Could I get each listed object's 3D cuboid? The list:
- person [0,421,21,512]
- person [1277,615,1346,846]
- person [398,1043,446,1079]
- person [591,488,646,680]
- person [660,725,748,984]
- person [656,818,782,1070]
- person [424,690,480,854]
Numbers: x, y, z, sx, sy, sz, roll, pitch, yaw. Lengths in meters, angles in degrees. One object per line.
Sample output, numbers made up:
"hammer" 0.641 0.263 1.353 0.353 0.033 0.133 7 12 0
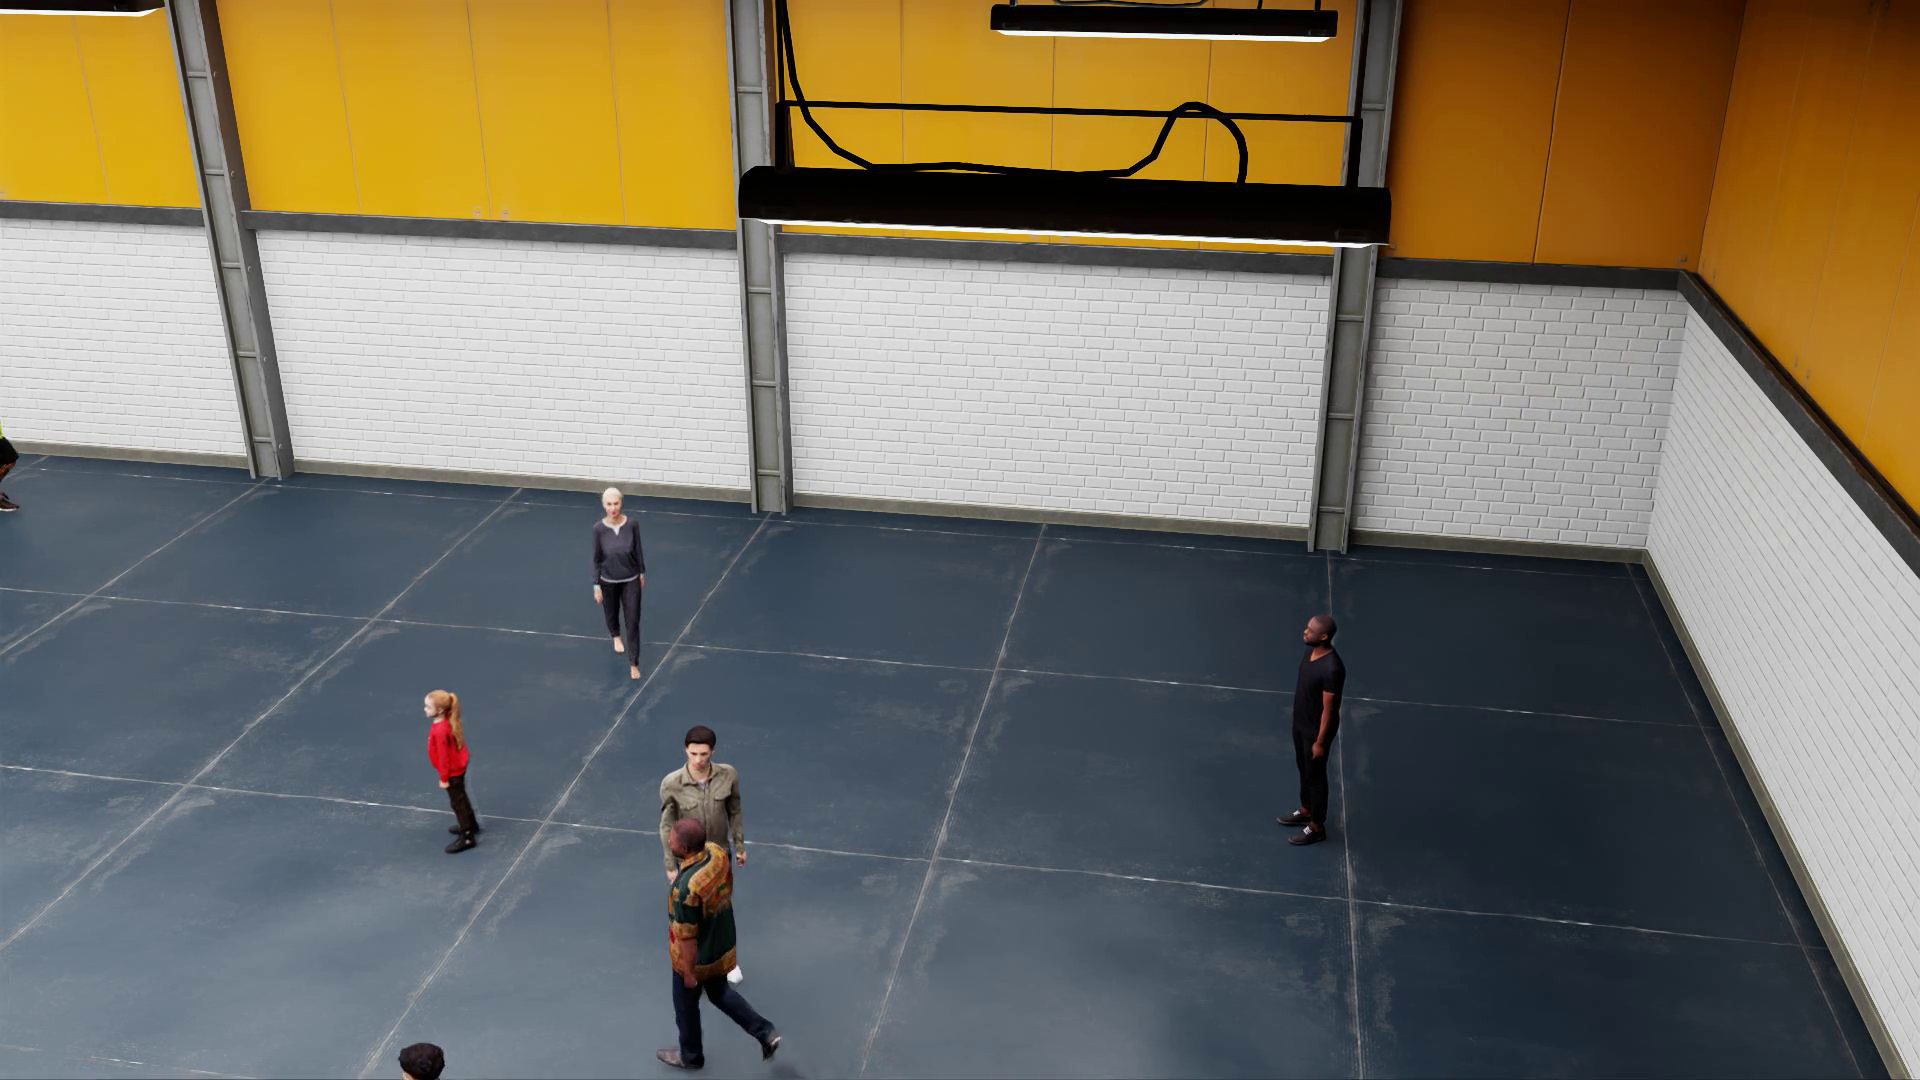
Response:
"person" -10.598 -1.113 17.997 0.701 1.695 0.627 3 24 7
"person" 2.595 1.370 12.161 0.663 1.819 0.728 -3 24 -7
"person" -2.734 3.161 8.815 0.688 1.217 0.586 -1 24 -3
"person" -3.036 0.308 14.751 1.111 1.690 0.999 -6 24 -14
"person" -1.649 2.006 10.644 0.751 1.868 0.854 -11 26 -23
"person" -1.448 2.413 9.815 1.065 1.787 0.778 7 25 16
"person" -3.720 1.663 12.167 0.573 1.278 0.563 -4 24 -10
